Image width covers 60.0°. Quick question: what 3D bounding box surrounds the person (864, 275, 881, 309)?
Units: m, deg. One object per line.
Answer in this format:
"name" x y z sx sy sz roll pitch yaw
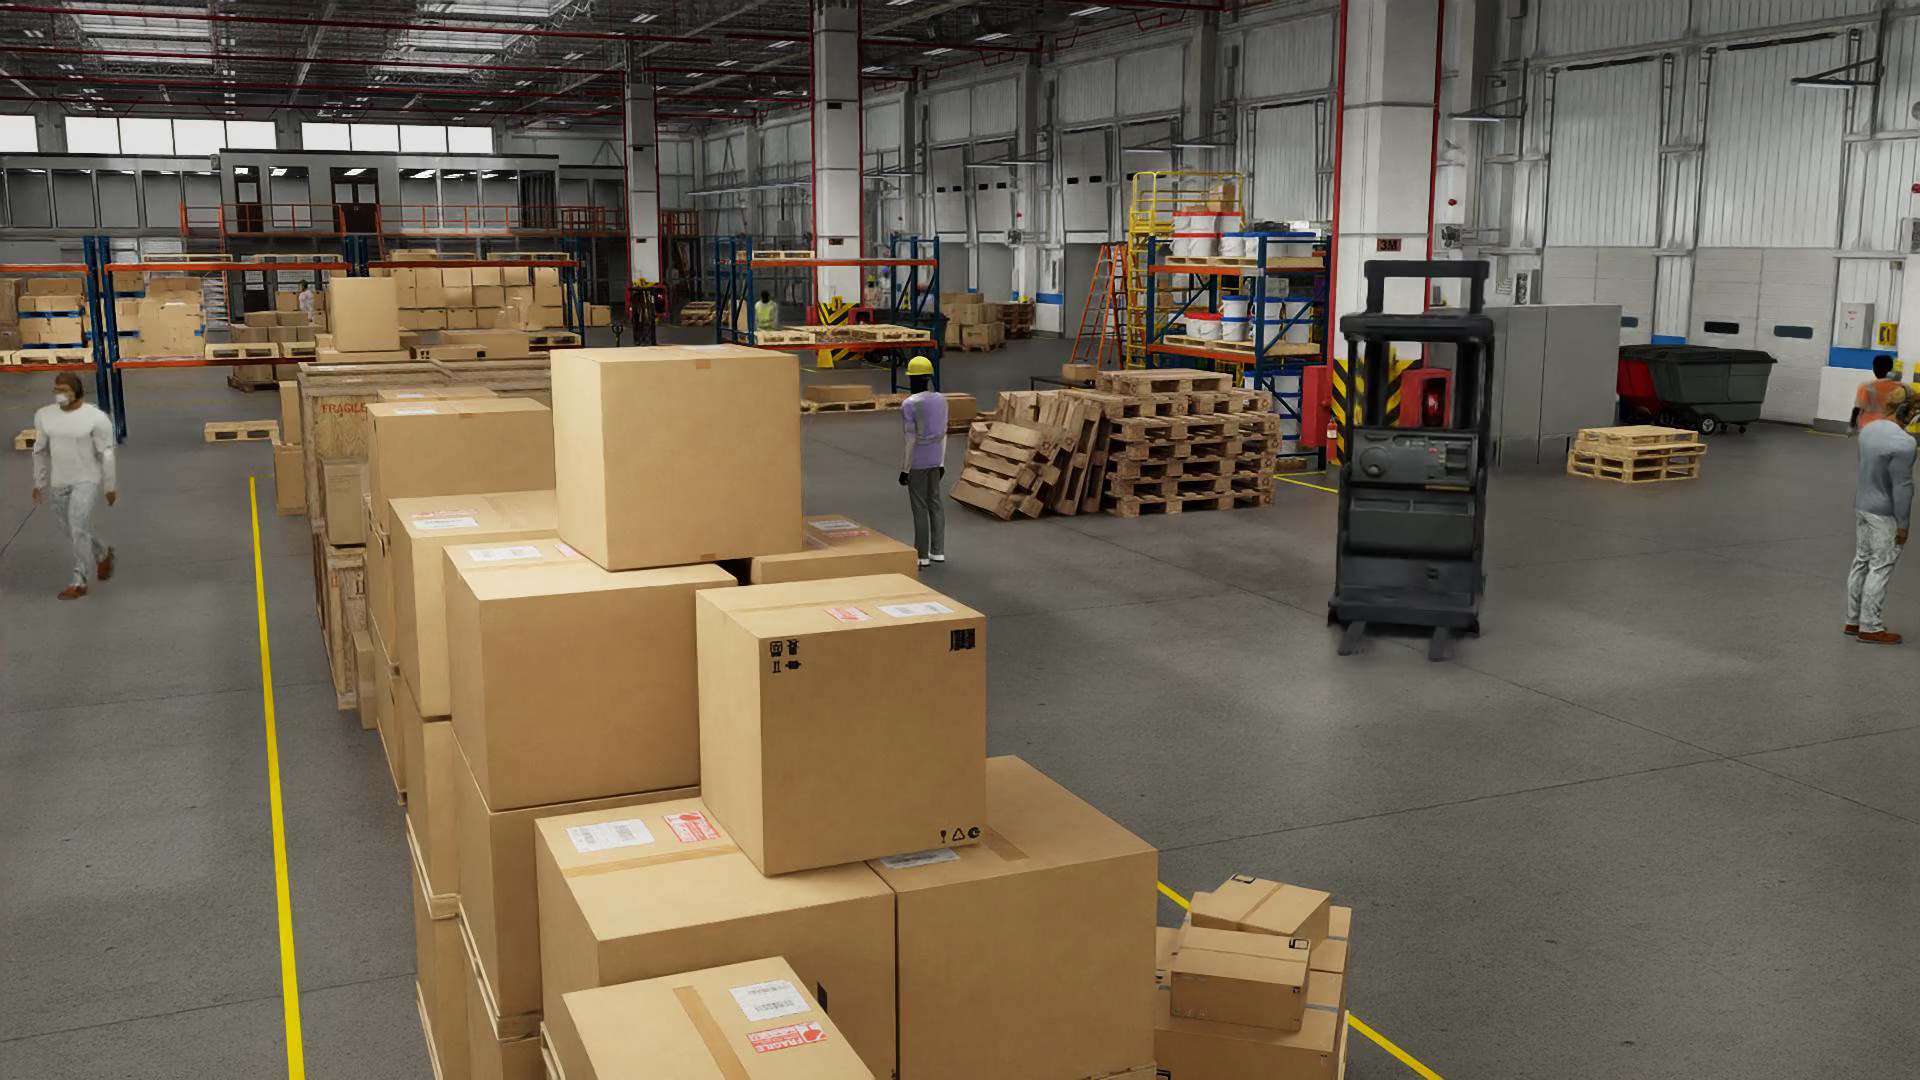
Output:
"person" -2.673 -6.996 49.903 0.617 1.913 0.411 1 10 5

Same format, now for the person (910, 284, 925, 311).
"person" -0.979 -5.517 41.824 0.954 1.908 0.542 4 11 19

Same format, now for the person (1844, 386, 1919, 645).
"person" 6.850 -0.179 12.321 0.392 1.928 0.631 0 10 1

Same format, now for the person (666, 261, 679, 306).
"person" -12.842 -11.451 74.271 0.613 1.986 0.409 2 11 13

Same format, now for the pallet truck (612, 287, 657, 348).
"pallet truck" -6.464 -4.406 35.401 0.823 1.965 1.885 6 12 32

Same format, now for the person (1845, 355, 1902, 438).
"person" 10.450 -1.284 19.079 0.545 1.673 0.674 -1 10 -5

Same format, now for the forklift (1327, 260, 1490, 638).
"forklift" 3.632 -0.812 13.161 1.129 2.768 1.873 4 11 19

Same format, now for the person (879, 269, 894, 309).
"person" -2.600 -8.711 59.373 0.646 1.919 0.414 2 10 9

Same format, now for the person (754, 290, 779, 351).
"person" -4.496 -4.856 38.424 0.642 1.802 0.927 2 11 12

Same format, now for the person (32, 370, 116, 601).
"person" -7.441 -0.492 14.096 0.641 1.916 0.872 1 10 5

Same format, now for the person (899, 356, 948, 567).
"person" -0.356 -0.719 15.275 0.380 1.924 0.593 8 13 37

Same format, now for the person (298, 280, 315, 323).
"person" -17.047 -5.825 43.430 0.367 1.932 0.623 -10 14 -44
